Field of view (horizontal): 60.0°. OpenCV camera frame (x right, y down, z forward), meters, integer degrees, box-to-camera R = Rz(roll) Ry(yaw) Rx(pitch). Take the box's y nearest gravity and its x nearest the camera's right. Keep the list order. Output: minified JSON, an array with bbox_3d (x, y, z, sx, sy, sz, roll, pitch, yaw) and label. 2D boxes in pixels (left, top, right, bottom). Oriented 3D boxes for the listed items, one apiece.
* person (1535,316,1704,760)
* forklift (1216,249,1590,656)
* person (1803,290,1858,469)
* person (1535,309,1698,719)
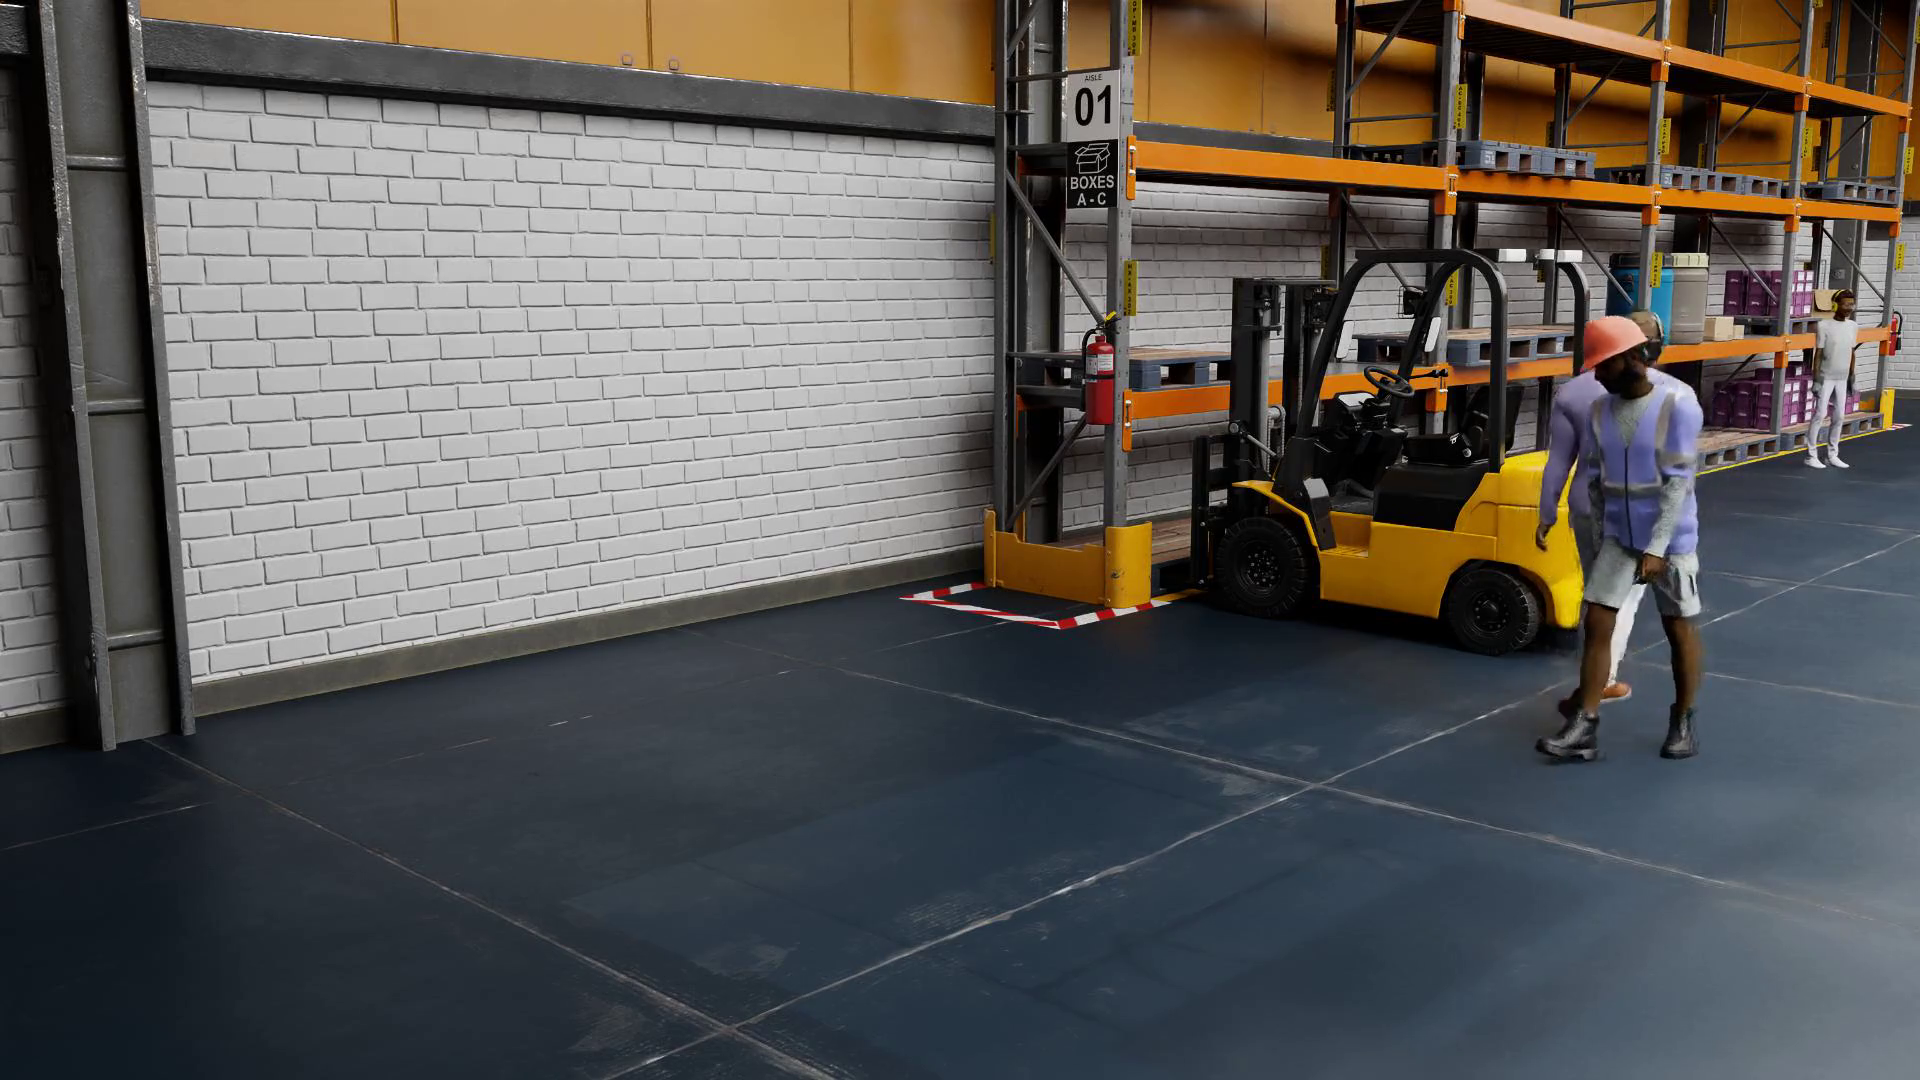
[{"bbox_3d":[2.787,0.008,6.975,0.897,1.866,0.527,-7,12,-37],"label":"person"},{"bbox_3d":[2.710,-0.584,9.626,2.313,2.155,1.214,9,13,43],"label":"forklift"},{"bbox_3d":[9.083,-1.665,17.291,0.512,1.860,0.321,-2,10,-13],"label":"person"},{"bbox_3d":[2.964,-0.100,7.589,0.666,1.903,0.867,8,12,41],"label":"person"}]
